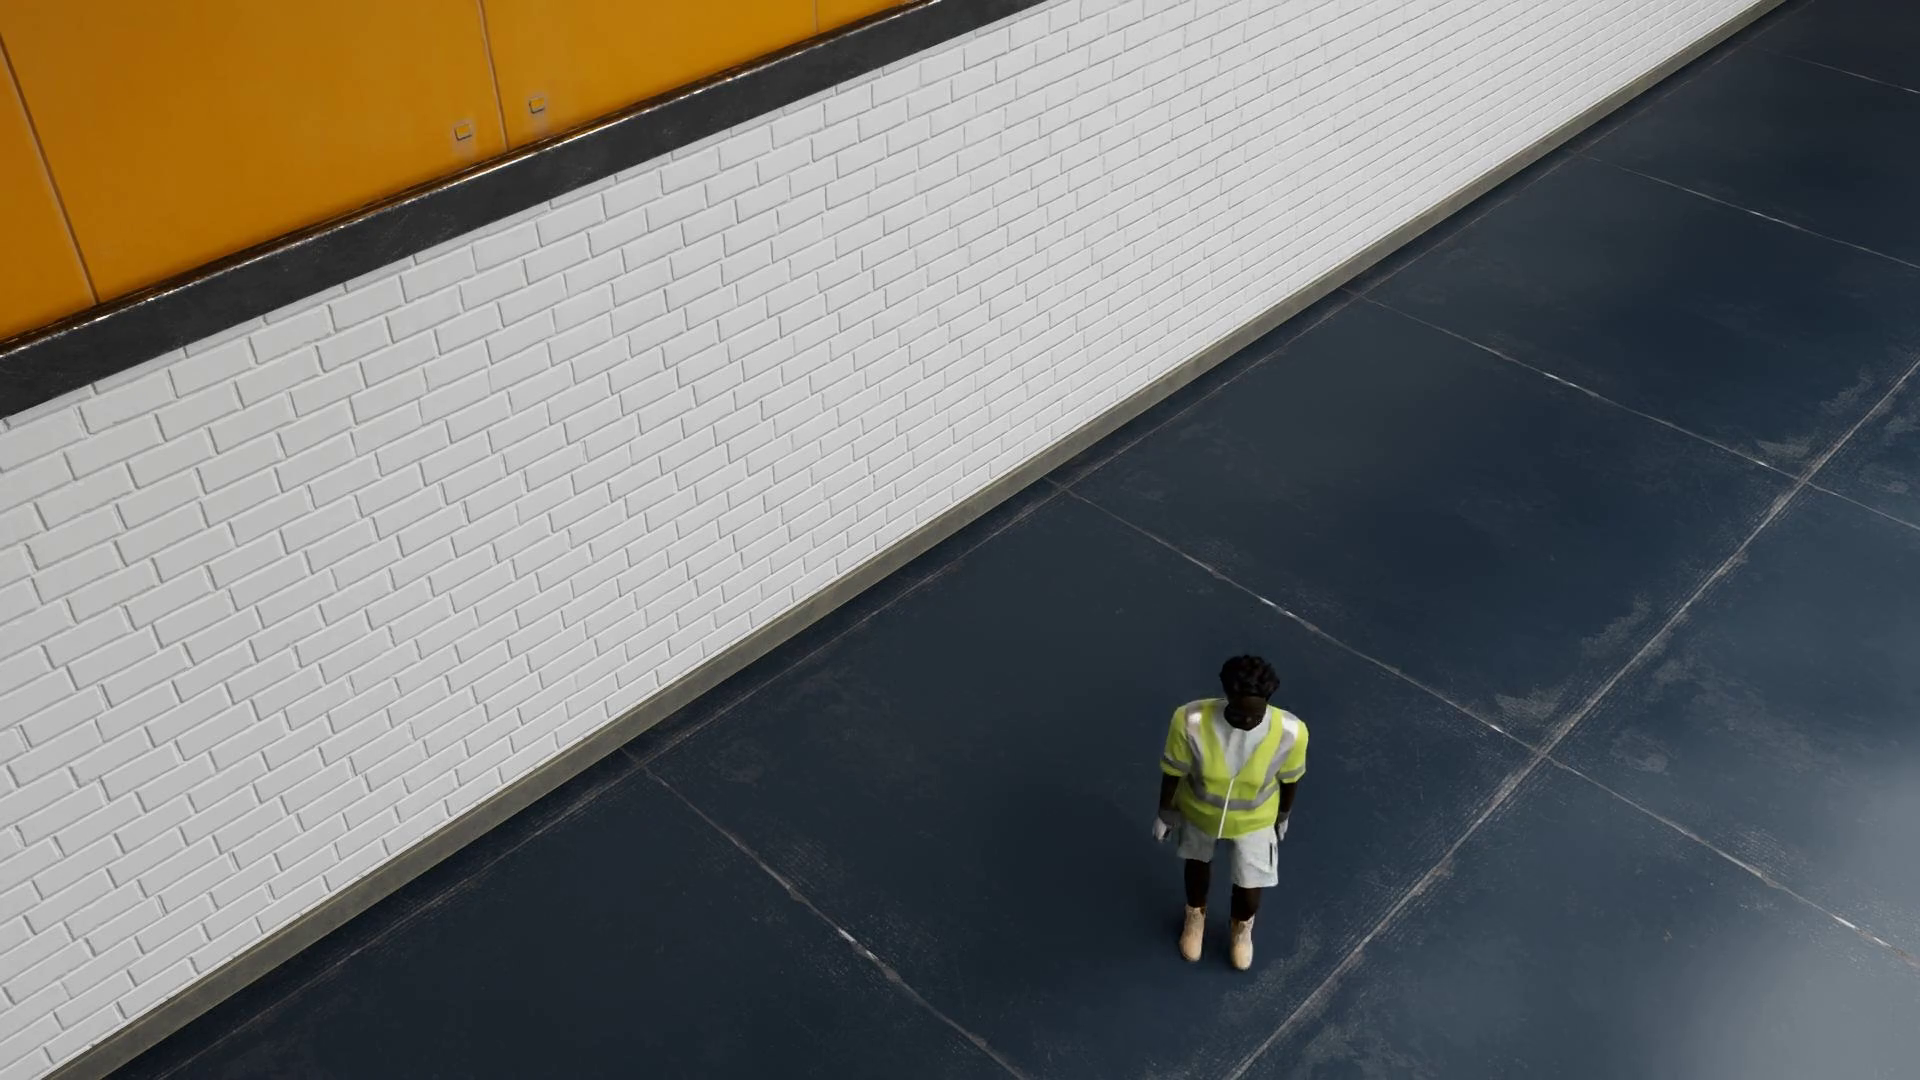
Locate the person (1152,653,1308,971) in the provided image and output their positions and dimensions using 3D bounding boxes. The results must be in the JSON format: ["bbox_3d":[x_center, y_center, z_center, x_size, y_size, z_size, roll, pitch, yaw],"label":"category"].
[{"bbox_3d":[1.024,1.073,6.447,0.545,1.686,0.403,9,40,11],"label":"person"}]
